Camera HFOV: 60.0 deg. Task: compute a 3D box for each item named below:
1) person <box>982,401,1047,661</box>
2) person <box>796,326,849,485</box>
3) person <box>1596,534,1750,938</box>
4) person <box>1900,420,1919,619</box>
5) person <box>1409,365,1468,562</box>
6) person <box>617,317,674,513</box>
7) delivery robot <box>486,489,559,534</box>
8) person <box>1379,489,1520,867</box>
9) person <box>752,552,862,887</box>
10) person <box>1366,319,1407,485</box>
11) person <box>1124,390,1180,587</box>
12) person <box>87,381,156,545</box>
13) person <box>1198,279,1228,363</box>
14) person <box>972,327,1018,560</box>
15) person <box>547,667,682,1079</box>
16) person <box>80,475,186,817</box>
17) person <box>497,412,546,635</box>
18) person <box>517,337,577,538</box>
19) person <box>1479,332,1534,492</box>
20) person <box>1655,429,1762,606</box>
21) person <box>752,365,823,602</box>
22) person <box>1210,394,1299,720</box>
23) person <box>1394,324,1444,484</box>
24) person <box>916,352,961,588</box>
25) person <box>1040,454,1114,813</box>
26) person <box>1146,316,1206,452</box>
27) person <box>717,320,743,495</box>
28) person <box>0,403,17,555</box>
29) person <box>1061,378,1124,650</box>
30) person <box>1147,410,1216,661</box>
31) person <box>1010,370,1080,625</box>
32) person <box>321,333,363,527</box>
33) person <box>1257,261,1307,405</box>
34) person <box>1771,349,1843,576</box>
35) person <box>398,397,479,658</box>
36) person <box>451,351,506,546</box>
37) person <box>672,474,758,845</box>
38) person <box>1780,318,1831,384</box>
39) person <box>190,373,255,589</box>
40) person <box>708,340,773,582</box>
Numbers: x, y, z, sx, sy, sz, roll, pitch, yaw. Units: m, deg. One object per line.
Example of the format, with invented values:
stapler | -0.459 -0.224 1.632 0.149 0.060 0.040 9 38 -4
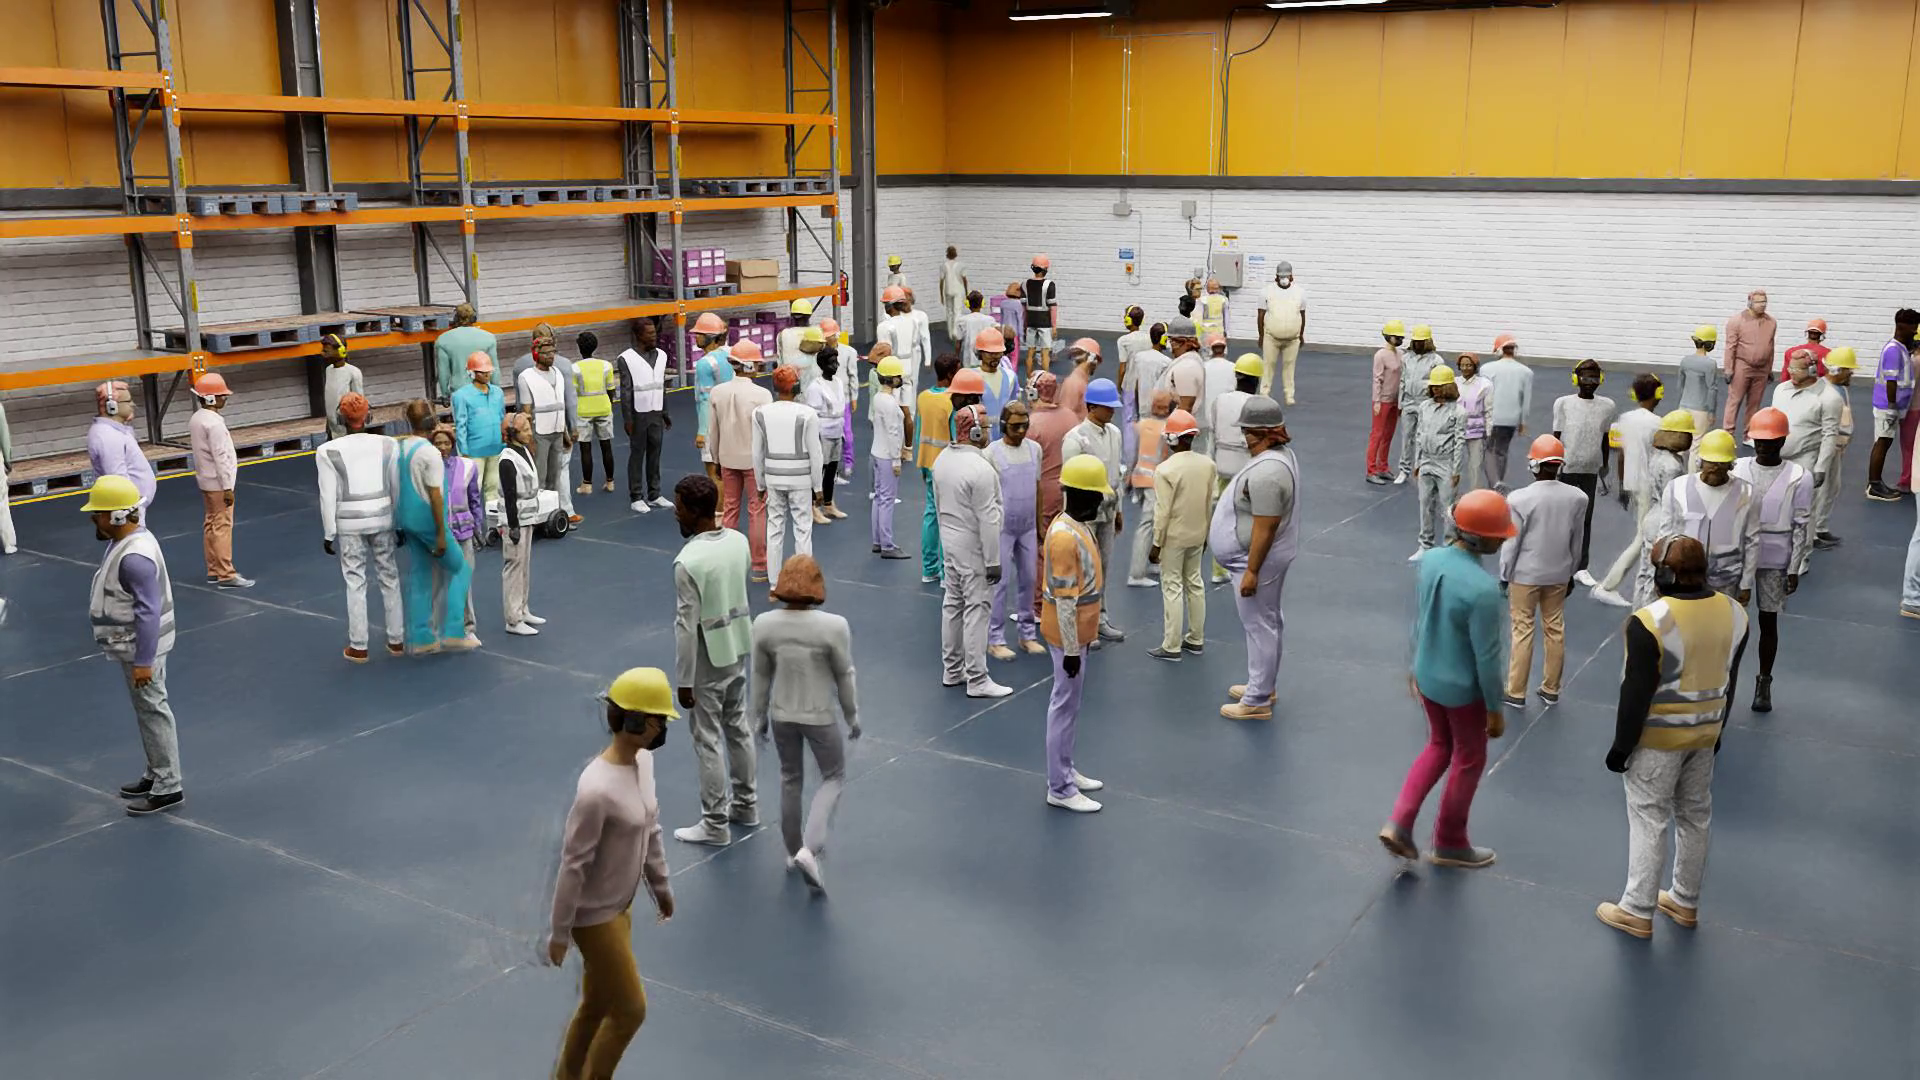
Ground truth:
person | 0.364 -0.066 11.559 0.519 1.834 0.354 -8 15 -32
person | -1.610 -1.430 17.727 0.749 1.713 0.487 5 14 22
person | 3.167 0.875 7.455 0.619 1.841 0.430 -5 14 -20
person | 7.418 -0.393 12.616 0.386 1.992 0.622 8 15 32
person | 4.085 -0.632 14.225 0.335 1.734 0.482 -9 16 -35
person | -3.117 -1.246 16.473 0.382 1.921 0.596 9 16 34
delivery robot | -3.981 -0.295 15.134 0.477 0.478 0.707 6 14 24
person | 2.364 0.690 8.018 0.608 1.952 0.667 -4 14 -16
person | -0.755 0.866 7.968 0.525 1.619 0.504 4 14 18
person | 4.607 -1.482 17.839 0.533 1.767 0.326 -13 18 -43
person | 1.628 -0.433 13.677 0.726 1.584 0.538 -10 17 -38
person | -5.958 -0.185 11.901 0.410 1.909 0.642 -8 15 -31
person | 3.855 -3.171 25.447 0.523 1.636 0.309 -3 13 -13
person | 0.258 -0.805 14.290 0.615 2.042 0.374 -8 15 -32
person | -1.232 1.293 5.871 0.539 1.717 0.547 1 13 6
person | -4.395 0.554 8.859 0.404 1.829 0.600 -7 15 -29
person | -3.242 -0.127 12.238 0.311 1.638 0.523 -1 13 -2
person | -3.840 -0.960 15.397 0.386 1.845 0.567 6 14 24
person | 5.483 -1.224 16.833 0.604 1.717 0.586 -1 13 -4
person | 4.645 0.208 10.375 0.591 1.826 0.403 6 14 23
person | -1.335 -0.431 13.023 0.573 1.883 0.355 4 14 16
person | 1.825 0.097 10.386 0.536 2.000 0.674 5 14 19
person | 4.873 -1.426 17.672 0.484 1.736 0.343 9 16 35
person | -0.136 -0.569 13.543 0.376 1.917 0.600 -9 16 -35
person | 0.622 0.489 8.940 0.373 1.925 0.585 2 13 7
person | 1.987 -1.048 15.352 0.537 2.000 0.682 2 13 11
person | -2.431 -1.336 17.027 0.344 1.847 0.507 6 14 24
person | -8.542 -0.649 14.499 0.513 1.641 0.307 -10 16 -36
person | 0.961 -0.191 11.860 0.417 1.940 0.608 11 17 40
person | 1.520 -0.036 11.592 0.573 1.749 0.338 -11 17 -40
person | 0.608 -0.320 12.486 0.406 1.911 0.636 11 17 41
person | -5.768 -1.007 15.565 0.520 1.865 0.328 8 15 32
person | 4.541 -2.912 23.436 0.688 2.000 0.536 0 13 1
person | 6.977 -0.649 13.932 0.406 1.902 0.637 -6 14 -26
person | -3.695 -0.085 11.656 0.522 1.821 0.554 10 16 38
person | -4.308 -0.837 15.065 0.326 1.751 0.559 8 15 31
person | -1.243 0.611 8.453 0.384 1.910 0.594 6 14 24
person | 9.287 -1.556 18.221 0.573 1.739 0.355 8 15 33
person | -6.026 -0.484 13.532 0.332 1.749 0.573 -11 17 -39
person | -1.766 -0.647 13.725 0.623 1.987 0.396 6 14 24
